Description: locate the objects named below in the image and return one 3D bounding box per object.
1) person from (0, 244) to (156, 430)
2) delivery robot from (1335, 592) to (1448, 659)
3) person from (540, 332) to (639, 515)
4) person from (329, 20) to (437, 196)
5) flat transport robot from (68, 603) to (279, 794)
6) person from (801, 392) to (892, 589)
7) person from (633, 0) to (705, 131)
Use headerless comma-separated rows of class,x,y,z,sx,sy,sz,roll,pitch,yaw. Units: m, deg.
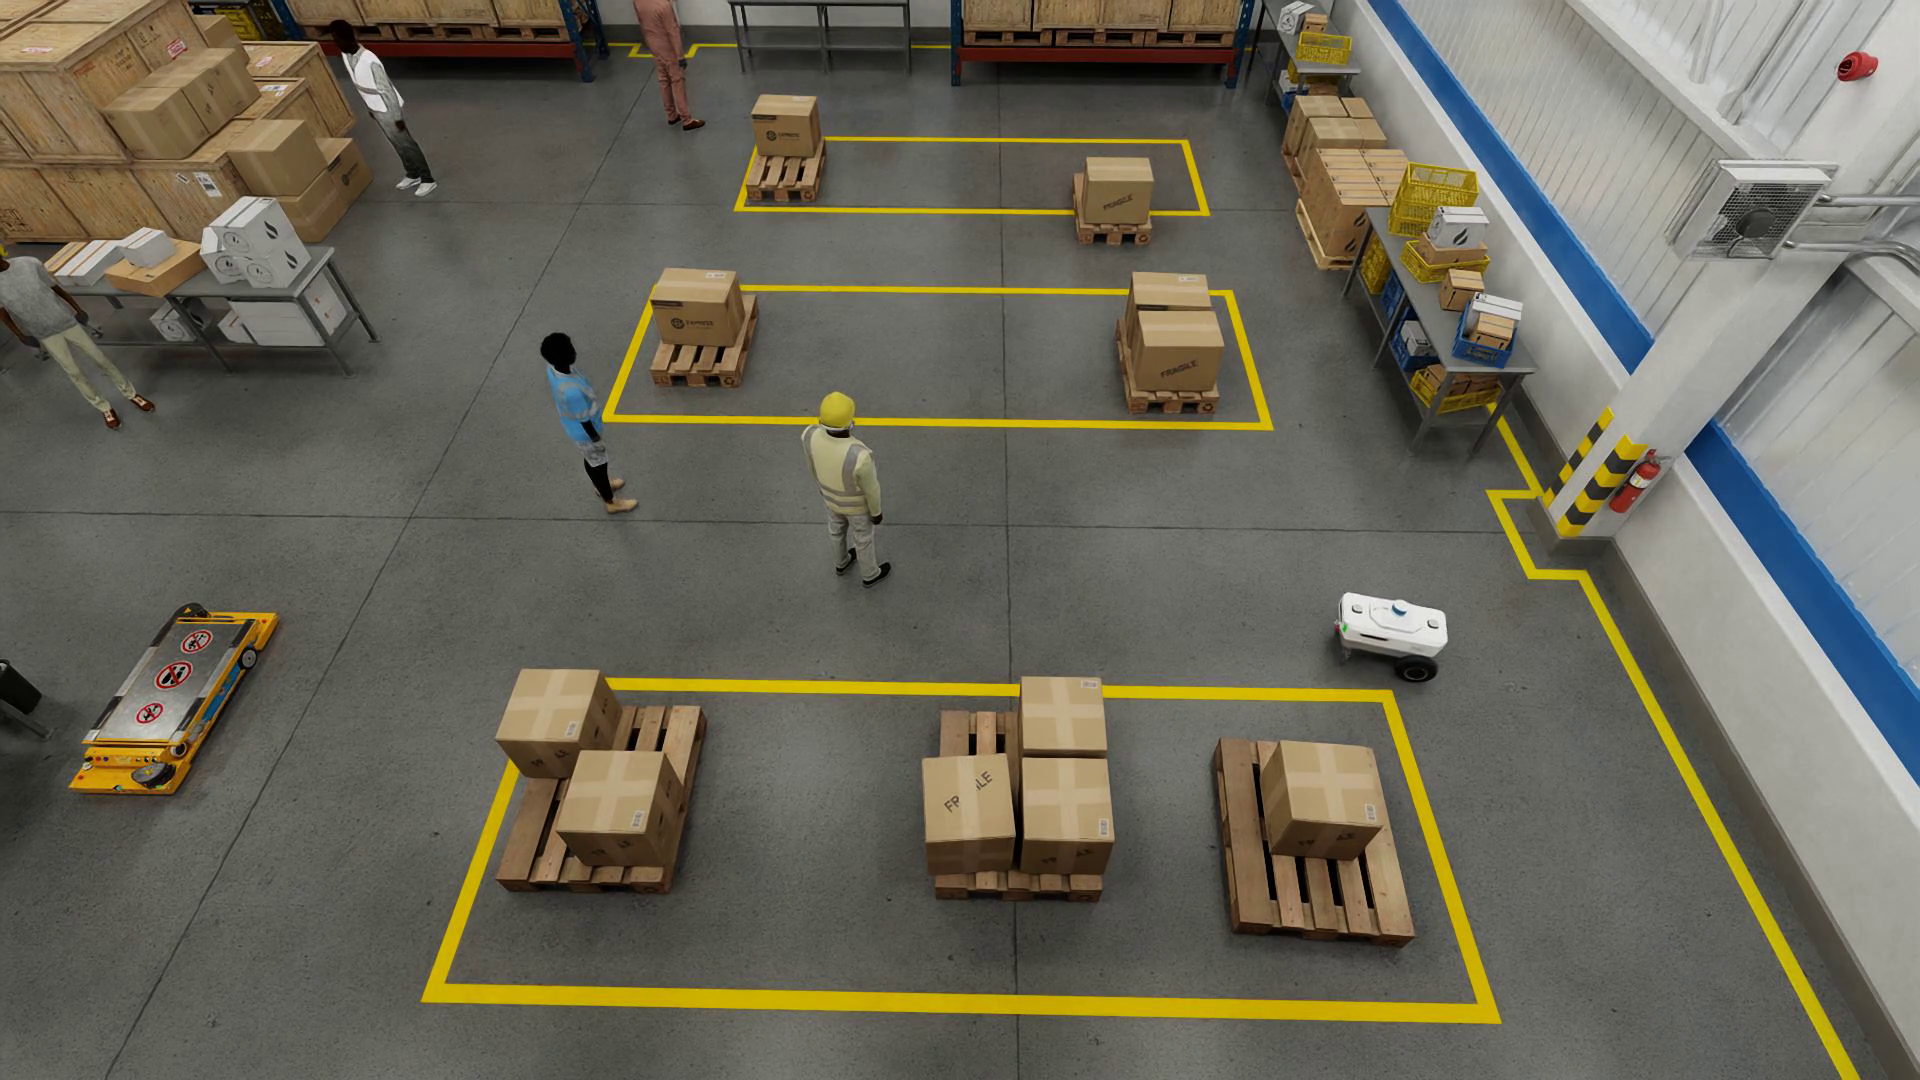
person,-7.697,-1.784,7.824,0.319,1.863,0.521,32,57,24
delivery robot,3.088,0.611,6.588,0.707,0.478,0.477,11,51,10
person,-2.930,-0.898,7.180,0.317,1.696,0.540,-27,55,-21
person,-6.544,-4.904,10.430,0.589,1.915,0.399,28,55,22
flat transport robot,-5.504,1.072,6.442,0.652,0.197,1.431,1,50,1
person,-0.797,-0.339,6.617,0.592,1.837,0.404,26,55,20
person,-3.668,-6.166,11.503,0.652,1.906,0.408,31,57,24
